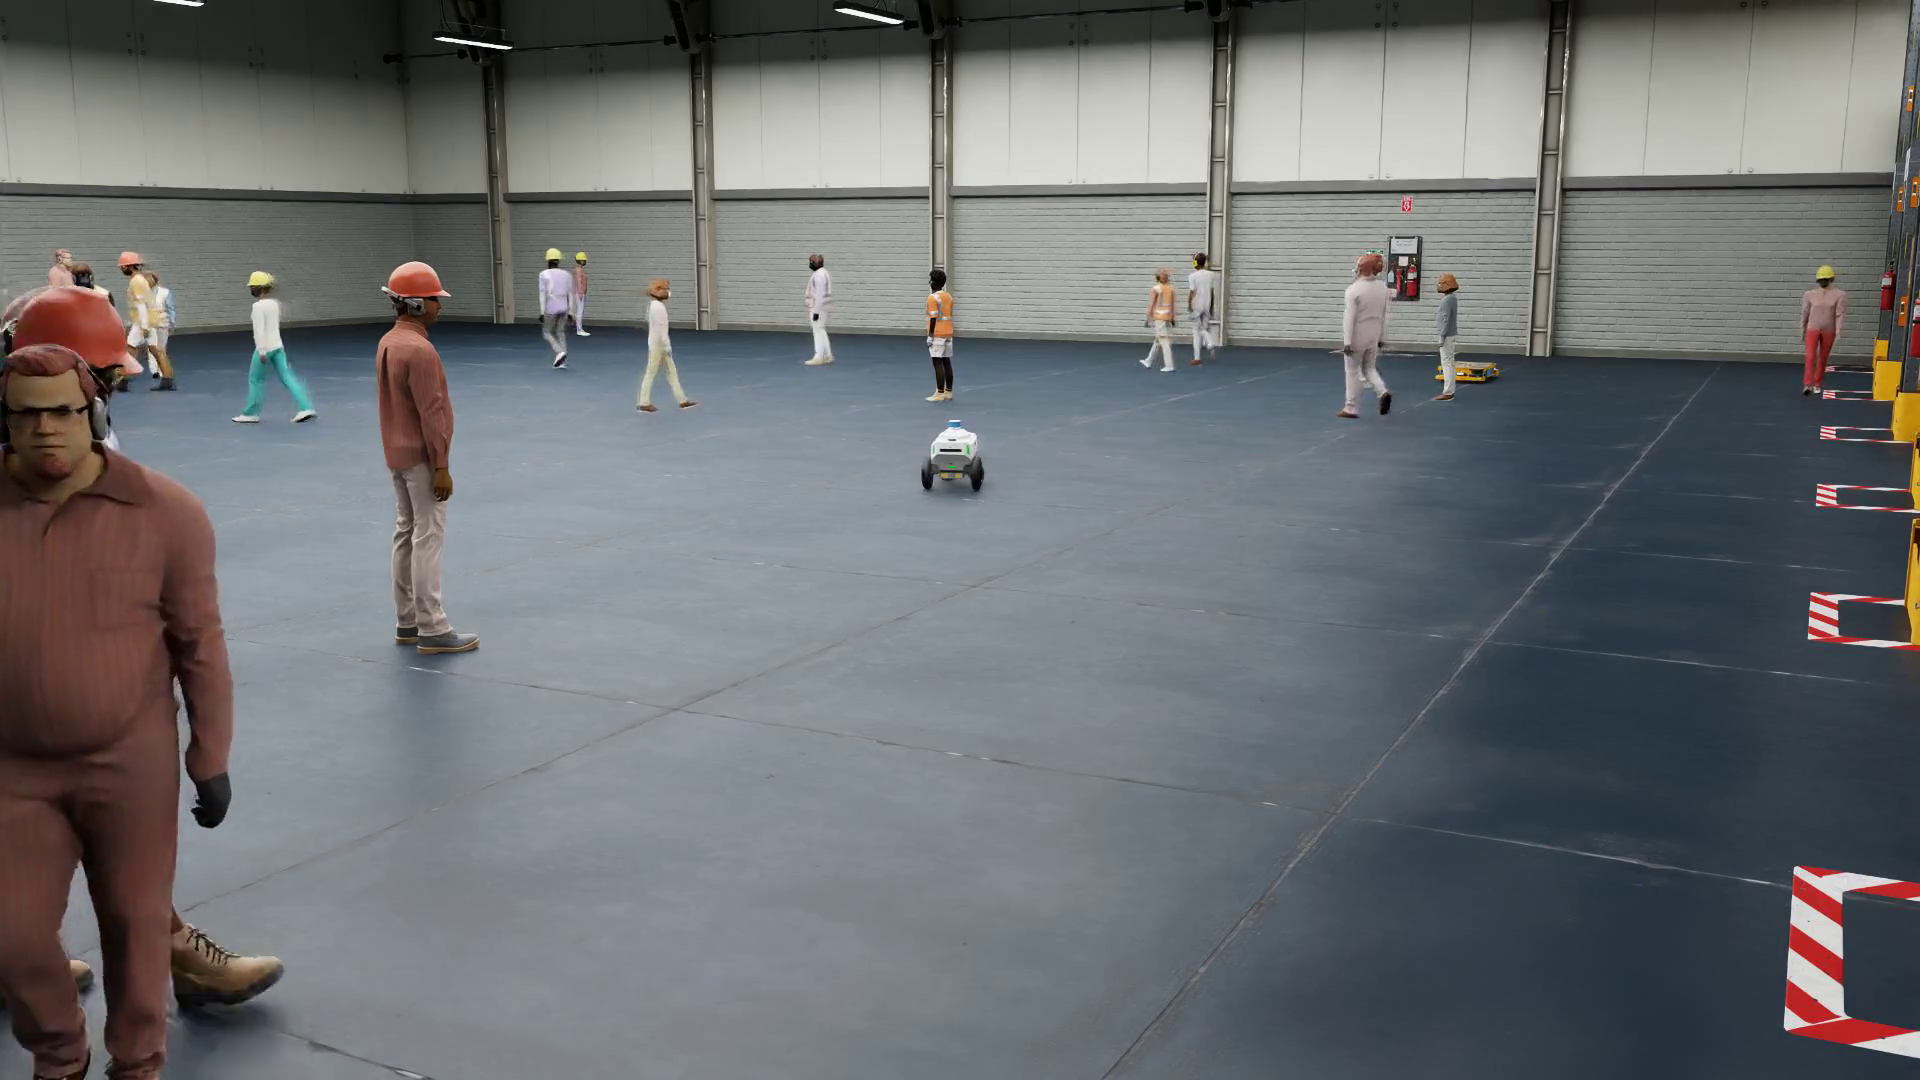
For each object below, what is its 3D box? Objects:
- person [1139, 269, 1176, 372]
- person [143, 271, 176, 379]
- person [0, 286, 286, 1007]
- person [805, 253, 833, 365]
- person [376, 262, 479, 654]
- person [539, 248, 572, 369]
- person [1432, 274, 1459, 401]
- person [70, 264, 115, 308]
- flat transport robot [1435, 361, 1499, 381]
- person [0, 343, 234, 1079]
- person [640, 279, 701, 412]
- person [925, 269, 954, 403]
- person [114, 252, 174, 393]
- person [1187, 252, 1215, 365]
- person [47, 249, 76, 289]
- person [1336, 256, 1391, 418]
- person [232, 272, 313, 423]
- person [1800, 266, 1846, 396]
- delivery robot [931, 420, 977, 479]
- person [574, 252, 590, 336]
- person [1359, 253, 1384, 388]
[{"bbox_3d":[3.092,-3.449,26.126,0.541,1.591,0.831,-10,14,-42],"label":"person"},{"bbox_3d":[-11.987,-3.201,24.806,0.516,1.595,0.855,-7,12,-33],"label":"person"},{"bbox_3d":[-2.331,0.317,4.530,0.990,1.983,0.649,-1,10,-7],"label":"person"},{"bbox_3d":[-2.347,-3.817,27.504,0.429,1.844,0.634,0,10,3],"label":"person"},{"bbox_3d":[-2.760,-0.417,8.527,0.382,1.993,0.622,-8,13,-38],"label":"person"},{"bbox_3d":[-6.441,-3.672,26.484,0.441,1.915,0.609,10,14,42],"label":"person"},{"bbox_3d":[6.290,-2.617,21.514,0.270,1.632,0.504,6,12,28],"label":"person"},{"bbox_3d":[-9.943,-2.245,19.030,0.654,1.794,0.927,-8,13,-37],"label":"person"},{"bbox_3d":[7.513,-2.500,24.596,0.652,0.197,1.431,5,12,27],"label":"flat transport robot"},{"bbox_3d":[-2.008,0.503,3.786,0.676,1.891,0.431,-5,11,-24],"label":"person"},{"bbox_3d":[-3.513,-2.334,20.041,0.799,1.594,0.530,-2,11,-8],"label":"person"},{"bbox_3d":[-0.268,-2.609,21.295,0.319,1.695,0.538,6,12,28],"label":"person"},{"bbox_3d":[-11.243,-2.948,22.600,0.949,1.891,0.563,-3,11,-14],"label":"person"},{"bbox_3d":[3.965,-3.778,27.242,0.544,1.855,0.478,-5,12,-25],"label":"person"},{"bbox_3d":[-14.424,-3.736,26.881,0.402,1.904,0.652,-1,10,-7],"label":"person"},{"bbox_3d":[4.693,-2.340,19.290,0.659,1.892,0.621,-6,12,-29],"label":"person"},{"bbox_3d":[-7.826,-2.175,18.869,0.916,1.727,0.534,1,10,8],"label":"person"},{"bbox_3d":[11.500,-2.783,22.198,0.523,1.716,0.896,5,11,24],"label":"person"},{"bbox_3d":[-0.048,-0.778,14.174,0.477,0.478,0.707,1,10,5],"label":"delivery robot"},{"bbox_3d":[-8.047,-5.233,35.420,0.313,1.767,0.534,-1,10,-8],"label":"person"},{"bbox_3d":[5.764,-3.085,23.384,0.337,1.882,0.584,3,11,17],"label":"person"}]
